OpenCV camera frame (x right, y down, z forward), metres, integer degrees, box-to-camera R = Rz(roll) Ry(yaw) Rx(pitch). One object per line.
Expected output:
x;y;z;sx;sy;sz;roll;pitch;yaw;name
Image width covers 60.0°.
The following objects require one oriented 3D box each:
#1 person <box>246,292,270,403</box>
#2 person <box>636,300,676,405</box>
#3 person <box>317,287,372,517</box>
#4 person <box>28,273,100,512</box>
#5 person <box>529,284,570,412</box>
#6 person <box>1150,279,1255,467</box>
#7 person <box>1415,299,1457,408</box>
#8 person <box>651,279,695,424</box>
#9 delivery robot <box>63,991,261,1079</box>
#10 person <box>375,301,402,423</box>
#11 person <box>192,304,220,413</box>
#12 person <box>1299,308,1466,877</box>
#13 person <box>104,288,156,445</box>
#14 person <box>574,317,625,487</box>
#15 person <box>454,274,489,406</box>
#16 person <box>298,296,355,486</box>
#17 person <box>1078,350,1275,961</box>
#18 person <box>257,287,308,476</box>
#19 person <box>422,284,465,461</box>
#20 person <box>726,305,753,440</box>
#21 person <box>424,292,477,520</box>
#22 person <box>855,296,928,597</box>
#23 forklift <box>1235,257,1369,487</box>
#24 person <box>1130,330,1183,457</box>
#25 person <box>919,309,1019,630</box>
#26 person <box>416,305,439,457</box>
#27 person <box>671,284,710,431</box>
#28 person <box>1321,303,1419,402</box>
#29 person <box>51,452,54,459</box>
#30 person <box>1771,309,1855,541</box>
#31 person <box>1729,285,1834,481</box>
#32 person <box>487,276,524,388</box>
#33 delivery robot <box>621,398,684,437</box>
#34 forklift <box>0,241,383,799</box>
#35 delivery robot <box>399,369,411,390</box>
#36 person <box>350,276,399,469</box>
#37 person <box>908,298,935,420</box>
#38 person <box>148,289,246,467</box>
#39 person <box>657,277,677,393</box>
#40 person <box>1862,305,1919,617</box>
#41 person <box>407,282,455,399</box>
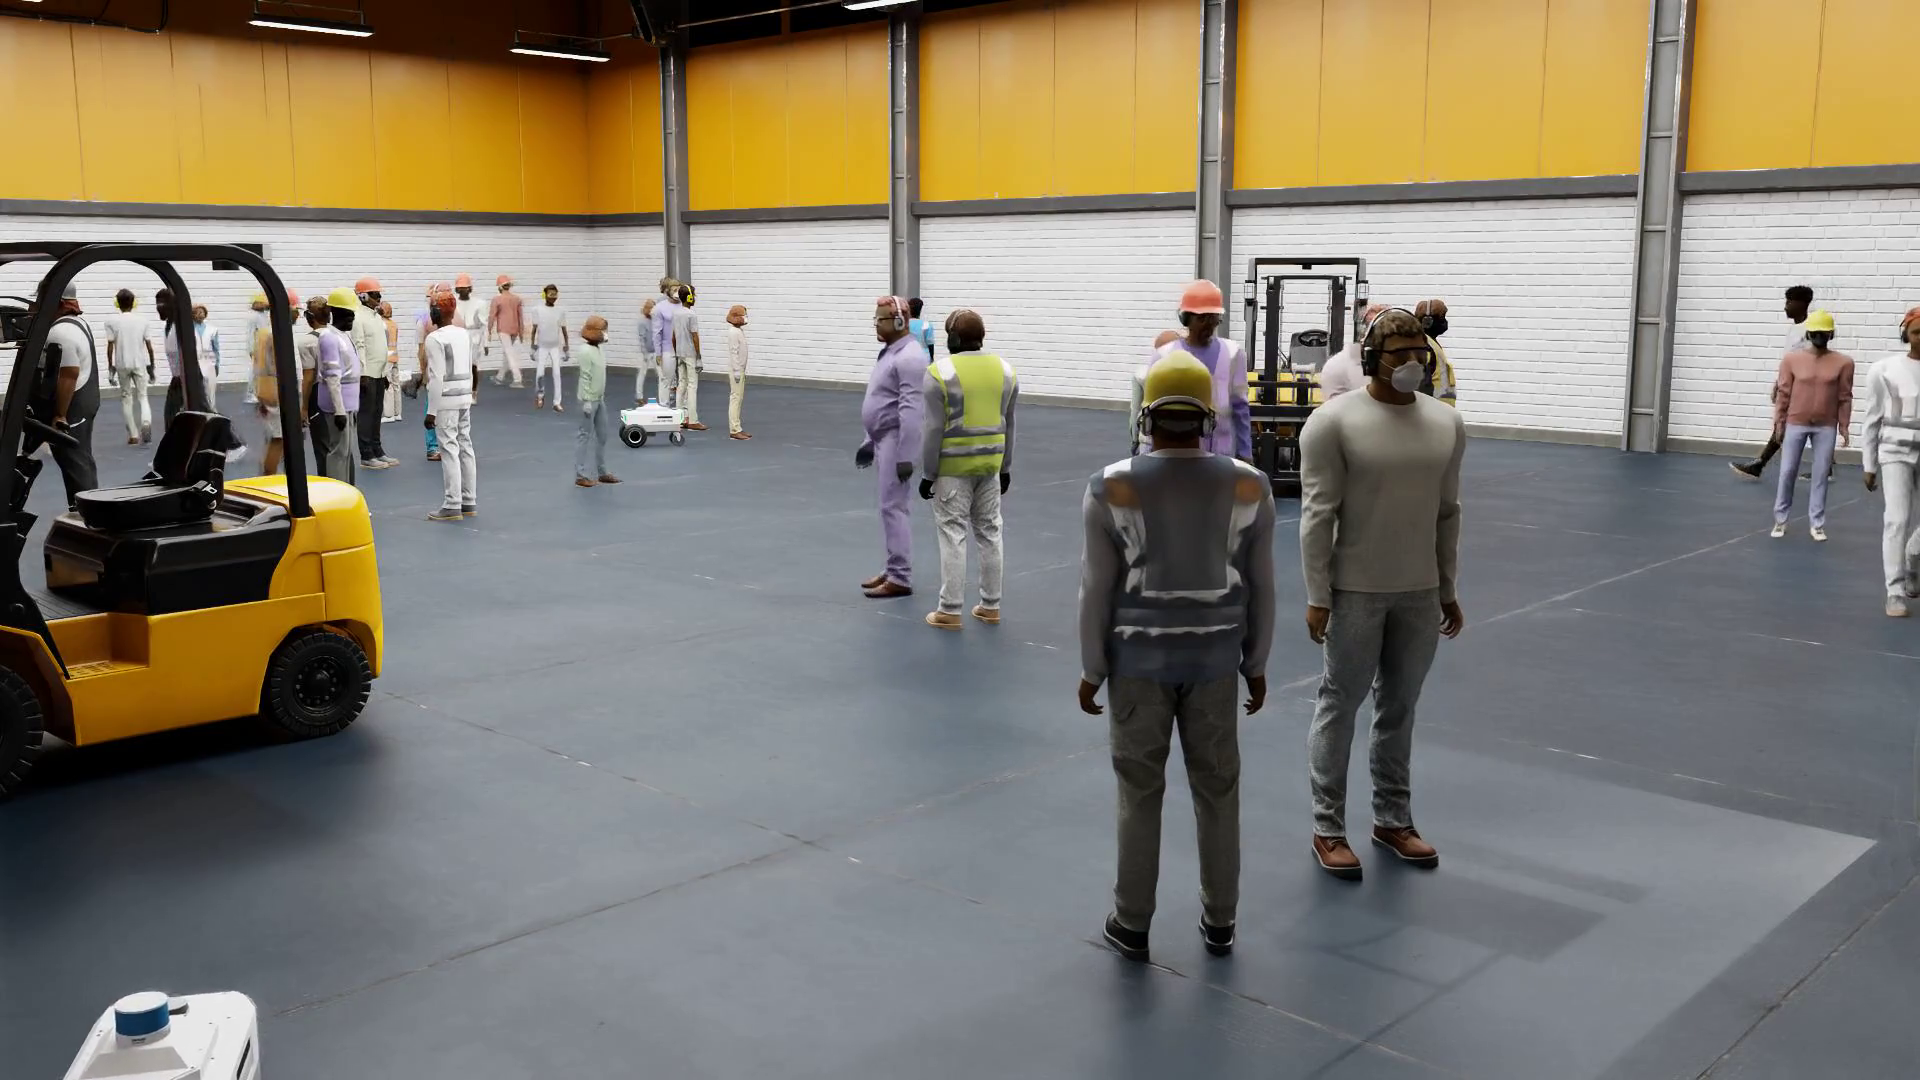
-10.678;-2.957;25.654;0.877;1.694;0.511;0;9;2;person
-4.639;-2.824;25.195;0.853;1.583;0.528;6;11;34;person
-5.041;-1.097;13.608;0.383;1.921;0.585;-2;9;-11;person
-6.835;-0.999;12.635;0.538;2.000;0.684;-3;10;-18;person
-5.960;-2.782;24.134;0.588;1.855;0.538;-4;10;-25;person
1.406;-0.556;10.003;0.618;2.011;0.936;-3;10;-19;person
3.570;-0.913;12.723;0.429;1.844;0.626;2;10;14;person
-3.748;-2.462;21.924;0.630;1.940;0.373;-7;12;-37;person
-1.694;1.189;3.477;0.477;0.478;0.707;-2;10;-14;delivery robot
-7.730;-2.396;22.432;0.306;1.640;0.522;1;9;7;person
-9.903;-2.263;21.653;0.523;1.621;0.614;-7;12;-38;person
1.457;0.180;5.725;0.628;1.940;0.373;-3;10;-19;person
-9.701;-2.014;19.464;0.513;1.853;0.569;-6;11;-31;person
-3.449;-1.309;15.857;0.526;1.612;0.517;1;9;7;person
-7.367;-2.967;24.869;0.624;1.998;1.038;-2;10;-15;person
-5.348;-1.124;14.005;0.346;1.846;0.505;5;10;26;person
0.641;0.351;5.001;0.600;1.829;0.404;-1;9;-6;person
-5.837;-1.227;14.428;0.636;1.909;0.550;-6;11;-33;person
-5.603;-1.810;18.019;0.404;1.906;0.651;1;9;9;person
-2.692;-2.040;20.264;0.280;1.633;0.500;0;9;1;person
-4.223;-1.100;13.742;0.355;1.883;0.573;3;10;15;person
-0.423;-0.599;10.615;0.407;1.904;0.673;-2;9;-12;person
3.309;-1.629;16.029;1.214;2.155;2.313;2;9;11;forklift
1.483;-0.693;12.023;0.524;1.632;0.320;2;10;13;person
0.031;-0.403;9.597;0.633;1.841;0.429;-6;11;-33;person
-5.743;-1.829;18.350;0.388;1.837;0.563;4;10;25;person
-3.481;-2.337;21.363;0.512;1.872;0.328;8;12;41;person
2.469;-0.458;9.860;0.636;1.858;0.986;-1;9;-6;person
-9.816;-1.712;18.153;0.690;1.653;0.596;8;12;41;person
6.524;-0.877;12.735;0.530;1.768;0.329;4;10;22;person
8.093;-1.515;16.195;1.016;1.906;0.637;2;10;13;person
-8.007;-3.648;29.149;1.012;1.937;0.624;6;11;34;person
-3.597;-1.418;19.461;0.707;0.478;0.477;-3;10;-17;delivery robot
-3.706;-0.171;7.093;1.214;2.155;2.313;9;13;43;forklift
-9.218;-2.620;26.835;0.477;0.478;0.707;5;11;31;delivery robot
-6.124;-1.741;17.319;0.375;1.997;0.611;0;9;1;person
-0.580;-2.304;21.687;0.531;1.697;0.322;2;9;11;person
-8.112;-1.721;17.595;0.592;1.878;0.925;9;13;44;person
-4.867;-3.411;27.740;0.373;1.940;0.628;3;10;20;person
5.734;-0.482;10.000;0.591;1.864;0.538;3;10;17;person
-8.058;-2.994;25.369;0.813;1.885;0.531;2;9;10;person
